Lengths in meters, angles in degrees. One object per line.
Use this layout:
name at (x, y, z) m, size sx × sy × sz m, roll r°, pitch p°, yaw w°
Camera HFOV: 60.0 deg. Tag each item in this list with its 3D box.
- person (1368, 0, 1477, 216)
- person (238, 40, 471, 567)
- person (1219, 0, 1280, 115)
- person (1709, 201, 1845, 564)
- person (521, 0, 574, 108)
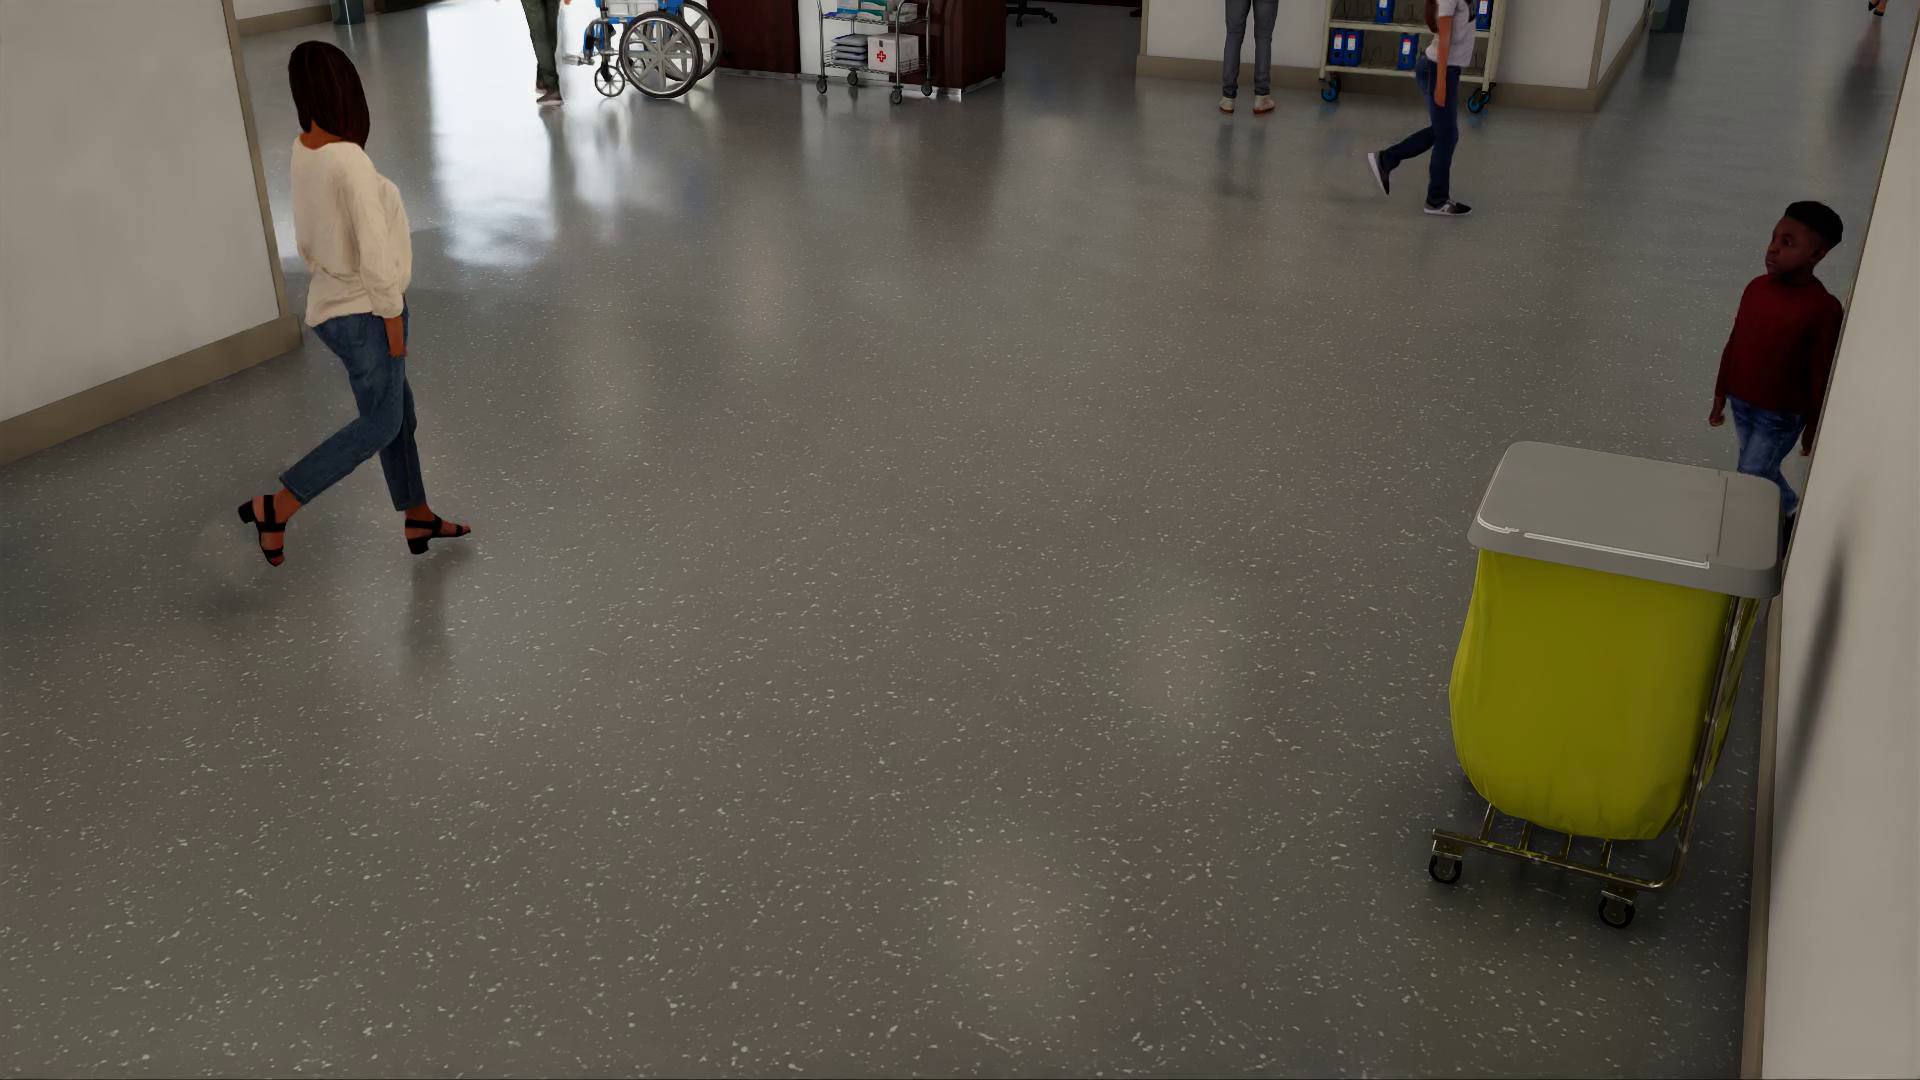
person at (2.648, -2.613, 9.326) m, size 0.839 × 1.548 × 0.552 m, roll 11°, pitch 28°, yaw 21°
person at (-1.951, -0.662, 5.166) m, size 0.923 × 1.649 × 0.992 m, roll -19°, pitch 32°, yaw -34°
person at (2.091, -4.024, 11.850) m, size 0.559 × 1.898 × 0.752 m, roll 6°, pitch 26°, yaw 13°
person at (2.576, -0.438, 5.170) m, size 0.892 × 1.241 × 0.834 m, roll -9°, pitch 27°, yaw -18°
person at (-3.011, -3.959, 12.055) m, size 1.059 × 1.604 × 1.200 m, roll -17°, pitch 30°, yaw -31°
